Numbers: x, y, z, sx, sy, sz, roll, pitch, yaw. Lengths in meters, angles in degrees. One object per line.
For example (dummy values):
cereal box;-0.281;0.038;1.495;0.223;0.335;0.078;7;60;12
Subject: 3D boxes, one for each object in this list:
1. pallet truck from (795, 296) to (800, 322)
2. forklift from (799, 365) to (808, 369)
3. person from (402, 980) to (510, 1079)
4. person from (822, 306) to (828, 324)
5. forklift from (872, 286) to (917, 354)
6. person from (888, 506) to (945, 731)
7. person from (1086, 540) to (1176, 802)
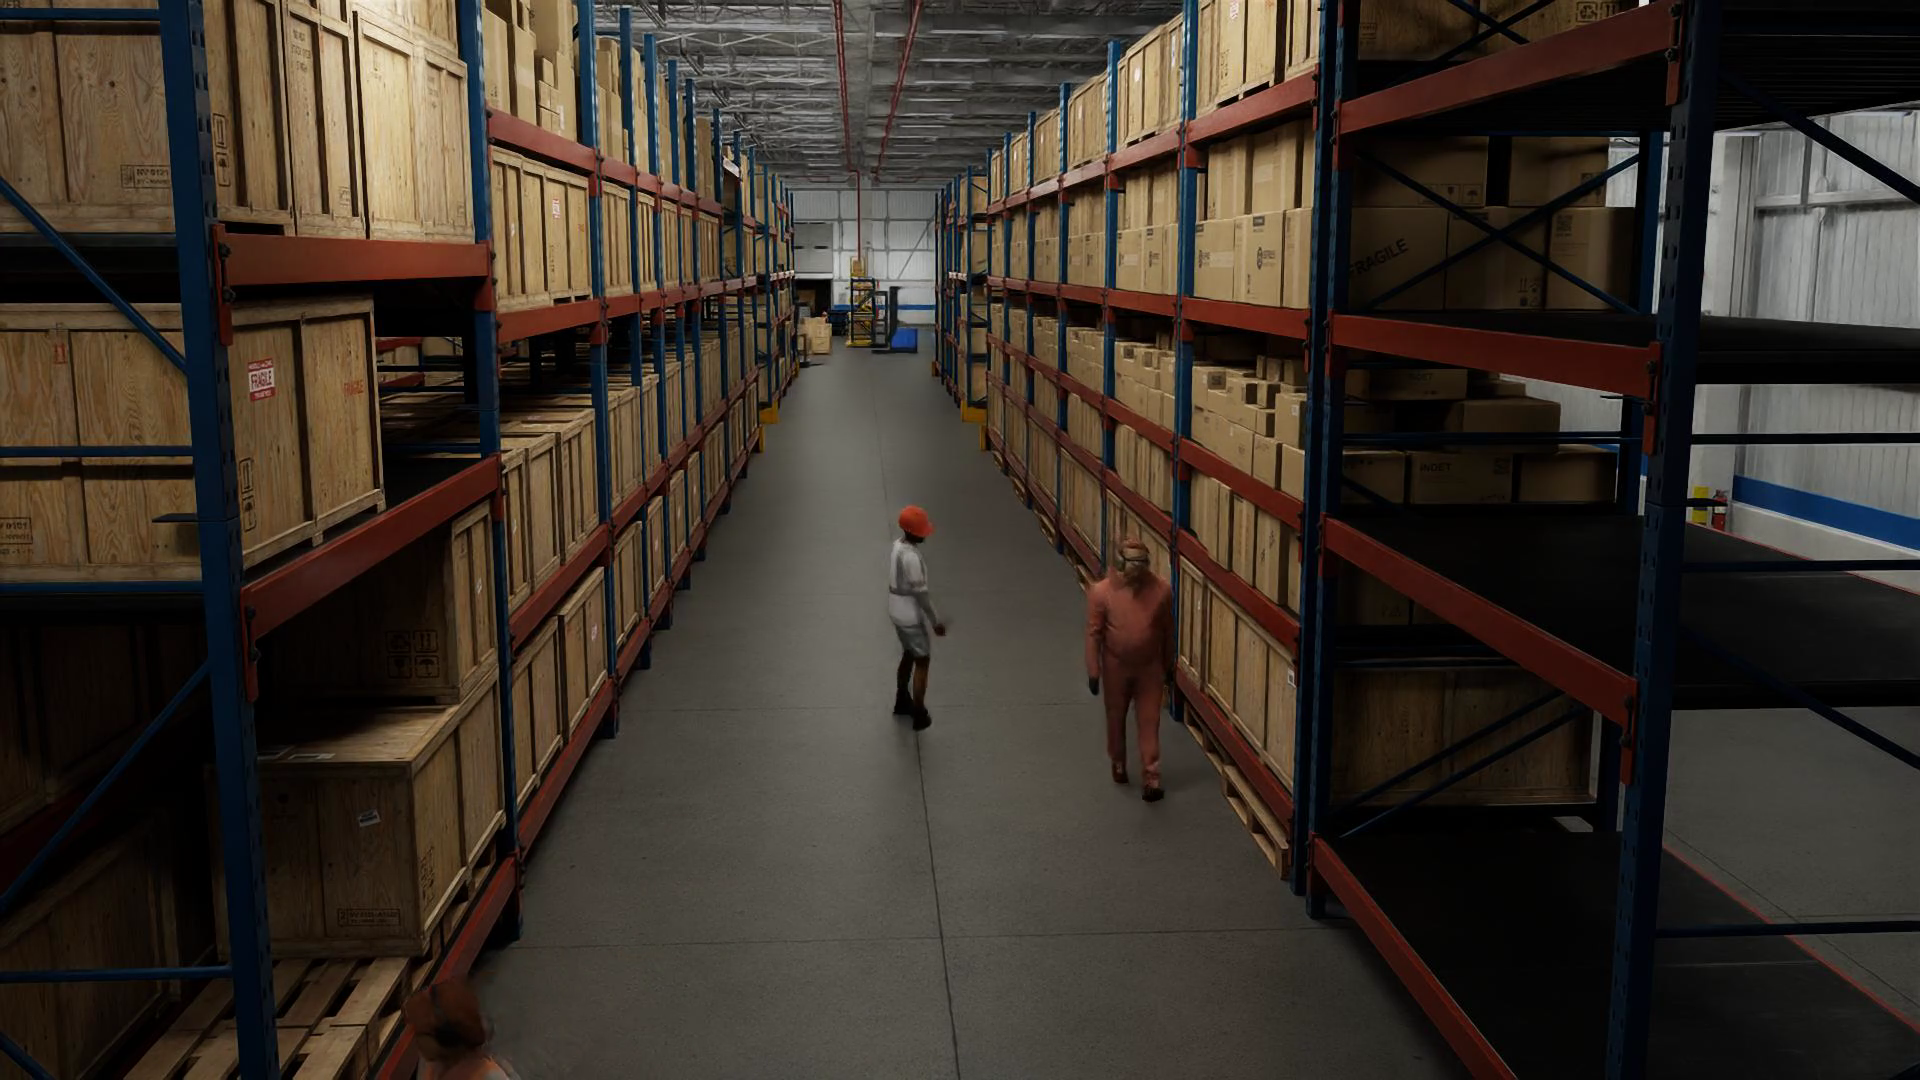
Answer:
pallet truck;-8.622;-12.439;91.403;1.885;1.965;0.823;2;10;13
forklift;-6.461;-7.458;59.020;1.129;2.768;1.873;8;12;38
person;-1.527;2.161;5.278;0.597;1.623;0.410;9;13;43
person;-6.593;-10.585;81.252;0.322;1.689;0.530;-3;10;-20
forklift;-2.734;-9.124;68.969;1.873;2.768;1.129;-1;10;-3
person;-0.403;0.620;13.739;0.369;1.894;0.619;-2;10;-14
person;1.244;0.927;11.970;0.672;1.854;1.007;-1;10;-3
